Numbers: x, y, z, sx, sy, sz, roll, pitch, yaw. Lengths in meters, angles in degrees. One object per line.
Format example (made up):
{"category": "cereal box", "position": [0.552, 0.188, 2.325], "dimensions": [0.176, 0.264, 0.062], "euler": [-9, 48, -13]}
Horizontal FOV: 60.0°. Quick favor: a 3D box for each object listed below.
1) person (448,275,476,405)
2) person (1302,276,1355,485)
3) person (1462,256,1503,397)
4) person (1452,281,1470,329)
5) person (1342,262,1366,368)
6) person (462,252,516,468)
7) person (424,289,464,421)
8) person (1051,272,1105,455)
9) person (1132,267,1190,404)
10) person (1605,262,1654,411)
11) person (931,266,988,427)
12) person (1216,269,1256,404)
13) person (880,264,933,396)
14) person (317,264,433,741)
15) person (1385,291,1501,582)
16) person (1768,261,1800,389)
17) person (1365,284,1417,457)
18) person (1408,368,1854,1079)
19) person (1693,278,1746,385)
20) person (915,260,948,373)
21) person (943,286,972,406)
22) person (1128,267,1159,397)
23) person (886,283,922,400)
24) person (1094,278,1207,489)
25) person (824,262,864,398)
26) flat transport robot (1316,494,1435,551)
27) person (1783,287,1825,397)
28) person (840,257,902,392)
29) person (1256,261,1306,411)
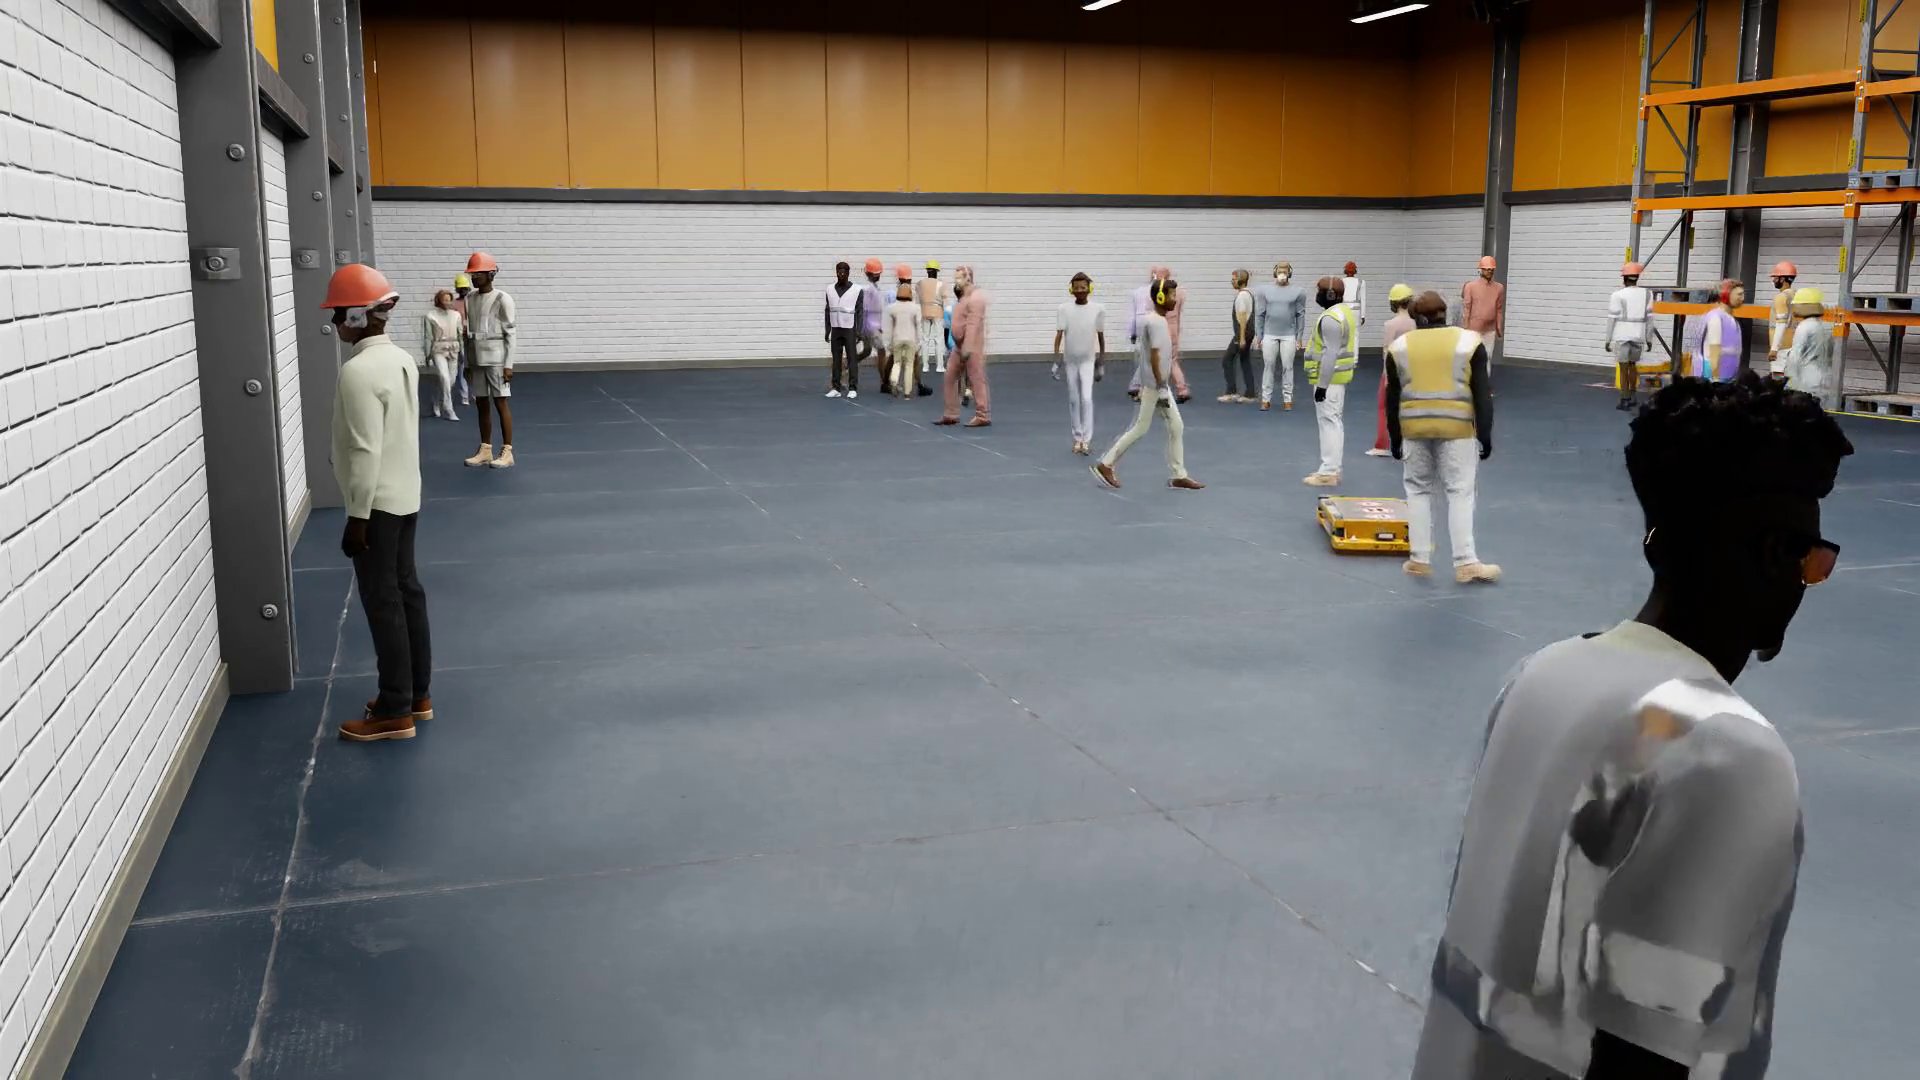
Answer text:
{"category": "person", "position": [-6.585, -2.652, 22.198], "dimensions": [0.546, 1.742, 0.684], "euler": [-4, 11, -23]}
{"category": "person", "position": [3.244, -1.397, 14.666], "dimensions": [0.429, 1.842, 0.643], "euler": [4, 11, 22]}
{"category": "person", "position": [7.388, -3.003, 23.500], "dimensions": [0.609, 1.996, 0.379], "euler": [-2, 10, -11]}
{"category": "person", "position": [7.493, -2.992, 24.521], "dimensions": [0.501, 1.623, 0.307], "euler": [5, 11, 29]}
{"category": "person", "position": [6.923, -3.998, 29.585], "dimensions": [0.575, 1.884, 0.355], "euler": [2, 10, 14]}
{"category": "person", "position": [-4.506, -1.703, 15.832], "dimensions": [0.615, 2.043, 0.373], "euler": [5, 11, 28]}
{"category": "person", "position": [-6.366, -2.279, 20.440], "dimensions": [0.748, 1.611, 0.522], "euler": [9, 13, 41]}
{"category": "person", "position": [1.190, -1.767, 16.804], "dimensions": [0.514, 1.834, 0.829], "euler": [2, 10, 10]}
{"category": "person", "position": [2.769, -2.769, 22.567], "dimensions": [0.715, 1.857, 0.880], "euler": [-8, 13, -40]}
{"category": "person", "position": [8.662, -2.635, 21.575], "dimensions": [0.579, 1.921, 0.452], "euler": [0, 10, -3]}
{"category": "person", "position": [-0.008, -2.252, 19.483], "dimensions": [0.775, 1.881, 0.660], "euler": [-4, 10, -21]}
{"category": "person", "position": [3.733, -2.746, 22.506], "dimensions": [0.653, 1.822, 0.553], "euler": [4, 11, 22]}
{"category": "person", "position": [-0.817, -2.992, 23.799], "dimensions": [1.025, 1.886, 0.557], "euler": [9, 13, 42]}
{"category": "person", "position": [-2.463, -0.156, 7.020], "dimensions": [0.390, 1.991, 0.623], "euler": [0, 10, 1]}
{"category": "person", "position": [3.052, -0.653, 10.469], "dimensions": [0.764, 1.803, 0.459], "euler": [5, 11, 27]}
{"category": "person", "position": [9.712, -2.316, 19.687], "dimensions": [0.546, 1.939, 0.375], "euler": [-10, 14, -44]}
{"category": "person", "position": [4.401, -1.660, 16.459], "dimensions": [0.528, 1.743, 0.787], "euler": [-5, 11, -29]}
{"category": "person", "position": [0.769, 0.757, 1.996], "dimensions": [0.878, 1.897, 0.618], "euler": [-1, 10, -6]}
{"category": "person", "position": [6.783, -1.446, 14.993], "dimensions": [0.789, 1.825, 0.576], "euler": [9, 14, 43]}
{"category": "person", "position": [-0.474, -3.810, 28.396], "dimensions": [0.585, 1.917, 0.382], "euler": [3, 10, 16]}
{"category": "person", "position": [0.032, -2.605, 22.129], "dimensions": [0.535, 1.674, 0.755], "euler": [1, 10, 5]}
{"category": "person", "position": [2.671, -2.931, 23.523], "dimensions": [0.892, 1.857, 0.719], "euler": [-7, 12, -36]}
{"category": "person", "position": [-0.778, -2.751, 23.117], "dimensions": [0.499, 1.624, 0.411], "euler": [1, 10, 8]}
{"category": "person", "position": [1.637, -1.341, 14.372], "dimensions": [0.927, 1.834, 0.528], "euler": [4, 11, 22]}
{"category": "person", "position": [-1.640, -2.969, 23.533], "dimensions": [0.592, 1.917, 0.392], "euler": [4, 10, 20]}
{"category": "flat transport robot", "position": [2.942, -0.132, 11.866], "dimensions": [0.652, 0.197, 1.431], "euler": [1, 10, 7]}
{"category": "person", "position": [7.739, -1.456, 15.335], "dimensions": [0.552, 1.726, 0.497], "euler": [7, 12, 37]}
{"category": "person", "position": [-1.391, -3.147, 24.387], "dimensions": [0.989, 1.984, 0.670], "euler": [1, 10, 6]}
{"category": "person", "position": [4.144, -2.634, 21.531], "dimensions": [0.631, 1.940, 0.372], "euler": [2, 10, 13]}
